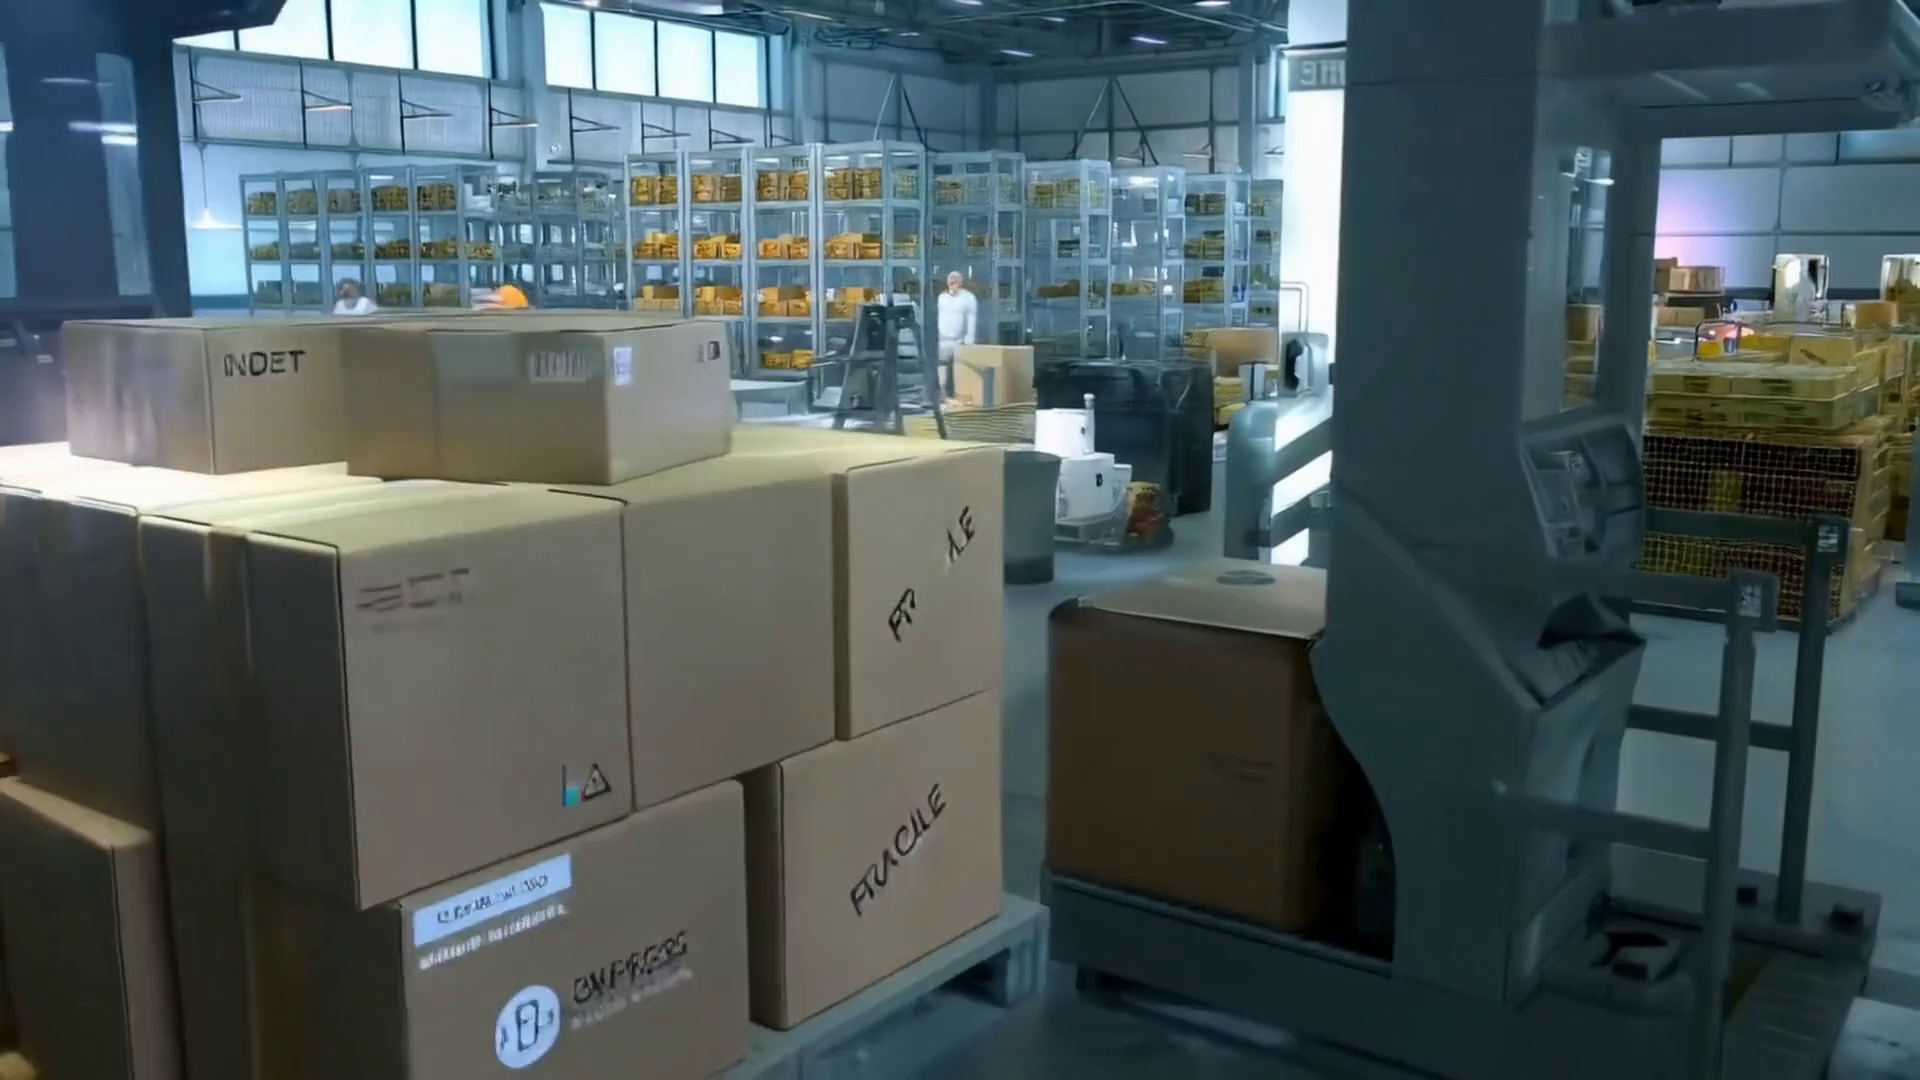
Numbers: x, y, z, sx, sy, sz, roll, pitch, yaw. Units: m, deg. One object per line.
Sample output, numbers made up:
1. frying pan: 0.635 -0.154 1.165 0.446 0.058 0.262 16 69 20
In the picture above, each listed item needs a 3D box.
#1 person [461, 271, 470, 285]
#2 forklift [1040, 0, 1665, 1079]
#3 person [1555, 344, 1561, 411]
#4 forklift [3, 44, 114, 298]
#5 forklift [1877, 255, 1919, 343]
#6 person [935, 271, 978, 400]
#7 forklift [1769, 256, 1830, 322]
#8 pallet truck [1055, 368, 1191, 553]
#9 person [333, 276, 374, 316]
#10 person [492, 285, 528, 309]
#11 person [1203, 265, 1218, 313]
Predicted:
1. person: -10.503 -4.815 35.441 0.608 1.781 0.928 5 11 26
2. forklift: 1.249 -0.137 4.360 1.873 2.768 1.129 7 12 35
3. person: 3.563 -0.736 10.770 0.628 1.910 0.848 5 11 27
4. forklift: -2.814 -0.178 4.604 1.873 2.768 1.129 7 12 35
5. forklift: 22.089 -5.634 38.796 1.157 1.987 2.680 6 11 33
6. person: -0.125 -2.656 22.310 0.671 1.880 0.792 6 11 33
7. forklift: 20.253 -5.854 40.139 1.157 1.987 2.680 7 12 35
8. pallet truck: 0.845 -0.609 11.869 1.630 1.274 0.653 7 12 35
9. person: -7.739 -2.451 21.261 0.559 1.830 0.453 3 10 20
10. person: -3.830 -1.257 14.188 0.614 1.813 0.432 7 12 37
11. person: 7.348 -7.108 48.554 0.608 1.986 0.400 9 13 42
